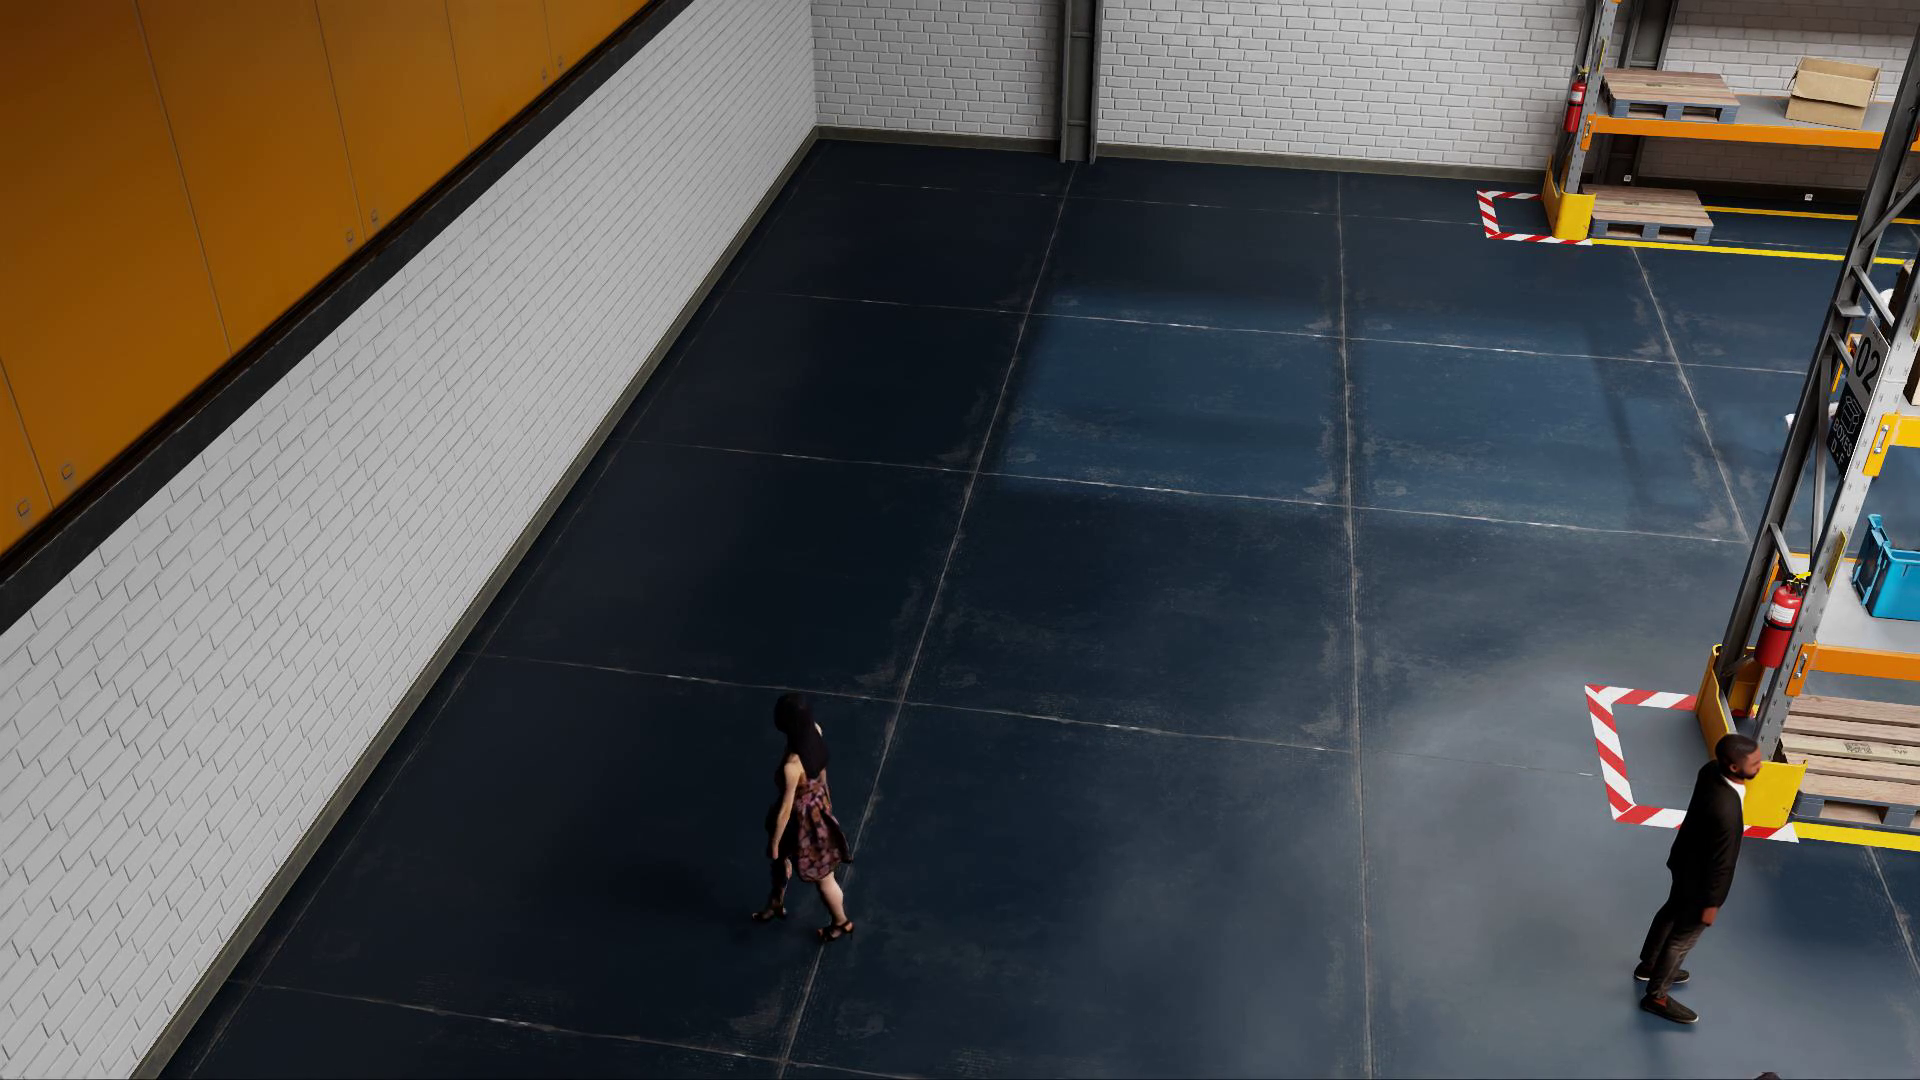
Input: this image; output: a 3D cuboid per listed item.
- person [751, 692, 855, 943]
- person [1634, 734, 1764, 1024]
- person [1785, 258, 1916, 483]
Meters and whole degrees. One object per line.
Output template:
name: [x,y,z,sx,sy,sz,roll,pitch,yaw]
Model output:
person: [-0.737,1.535,8.855,0.849,1.754,0.614,6,34,9]
person: [3.797,1.712,8.547,0.561,1.800,0.663,8,34,11]
person: [7.071,-1.355,13.099,1.098,1.868,0.887,16,37,23]
